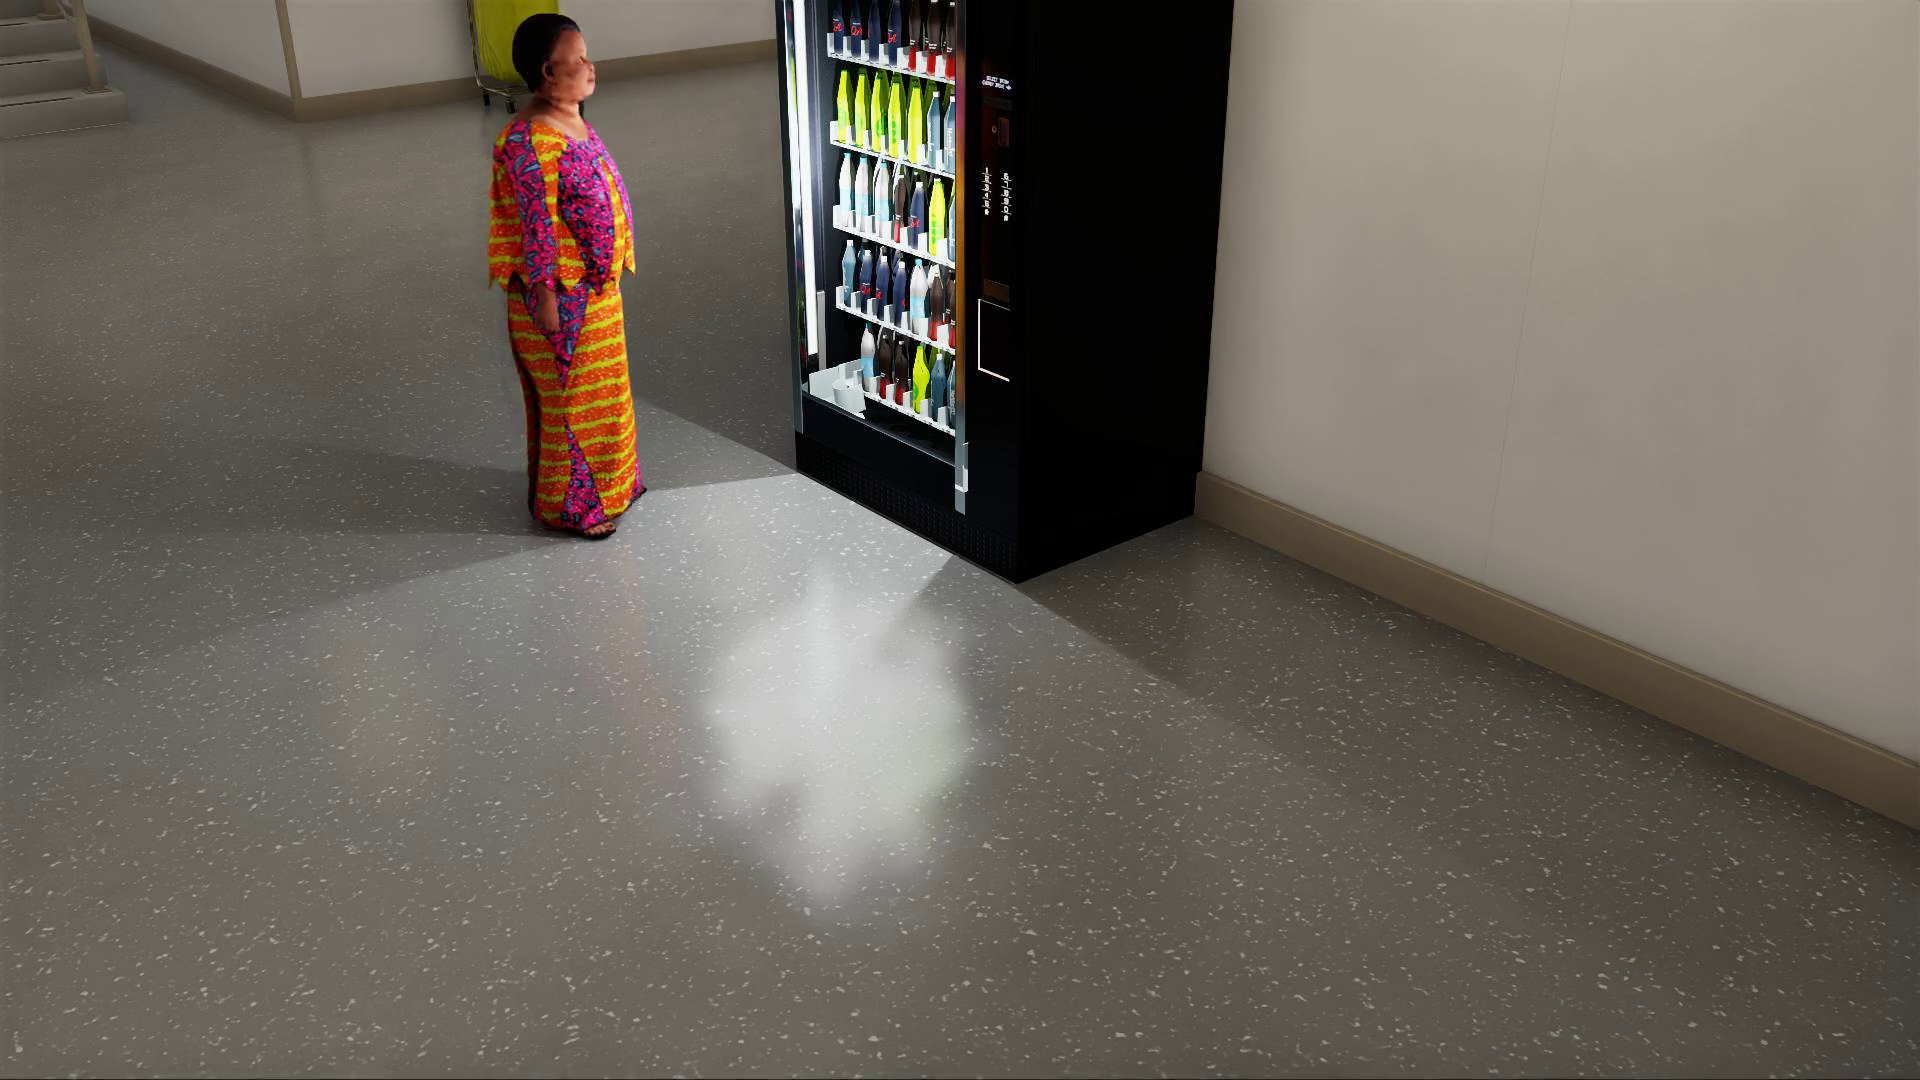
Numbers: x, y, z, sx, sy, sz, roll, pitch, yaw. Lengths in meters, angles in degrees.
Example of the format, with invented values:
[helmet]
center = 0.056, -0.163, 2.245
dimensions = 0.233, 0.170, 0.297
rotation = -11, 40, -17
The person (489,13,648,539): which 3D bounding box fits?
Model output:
[person]
center = -1.274, -0.859, 5.420
dimensions = 0.860, 1.669, 0.792
rotation = 2, 26, 5
